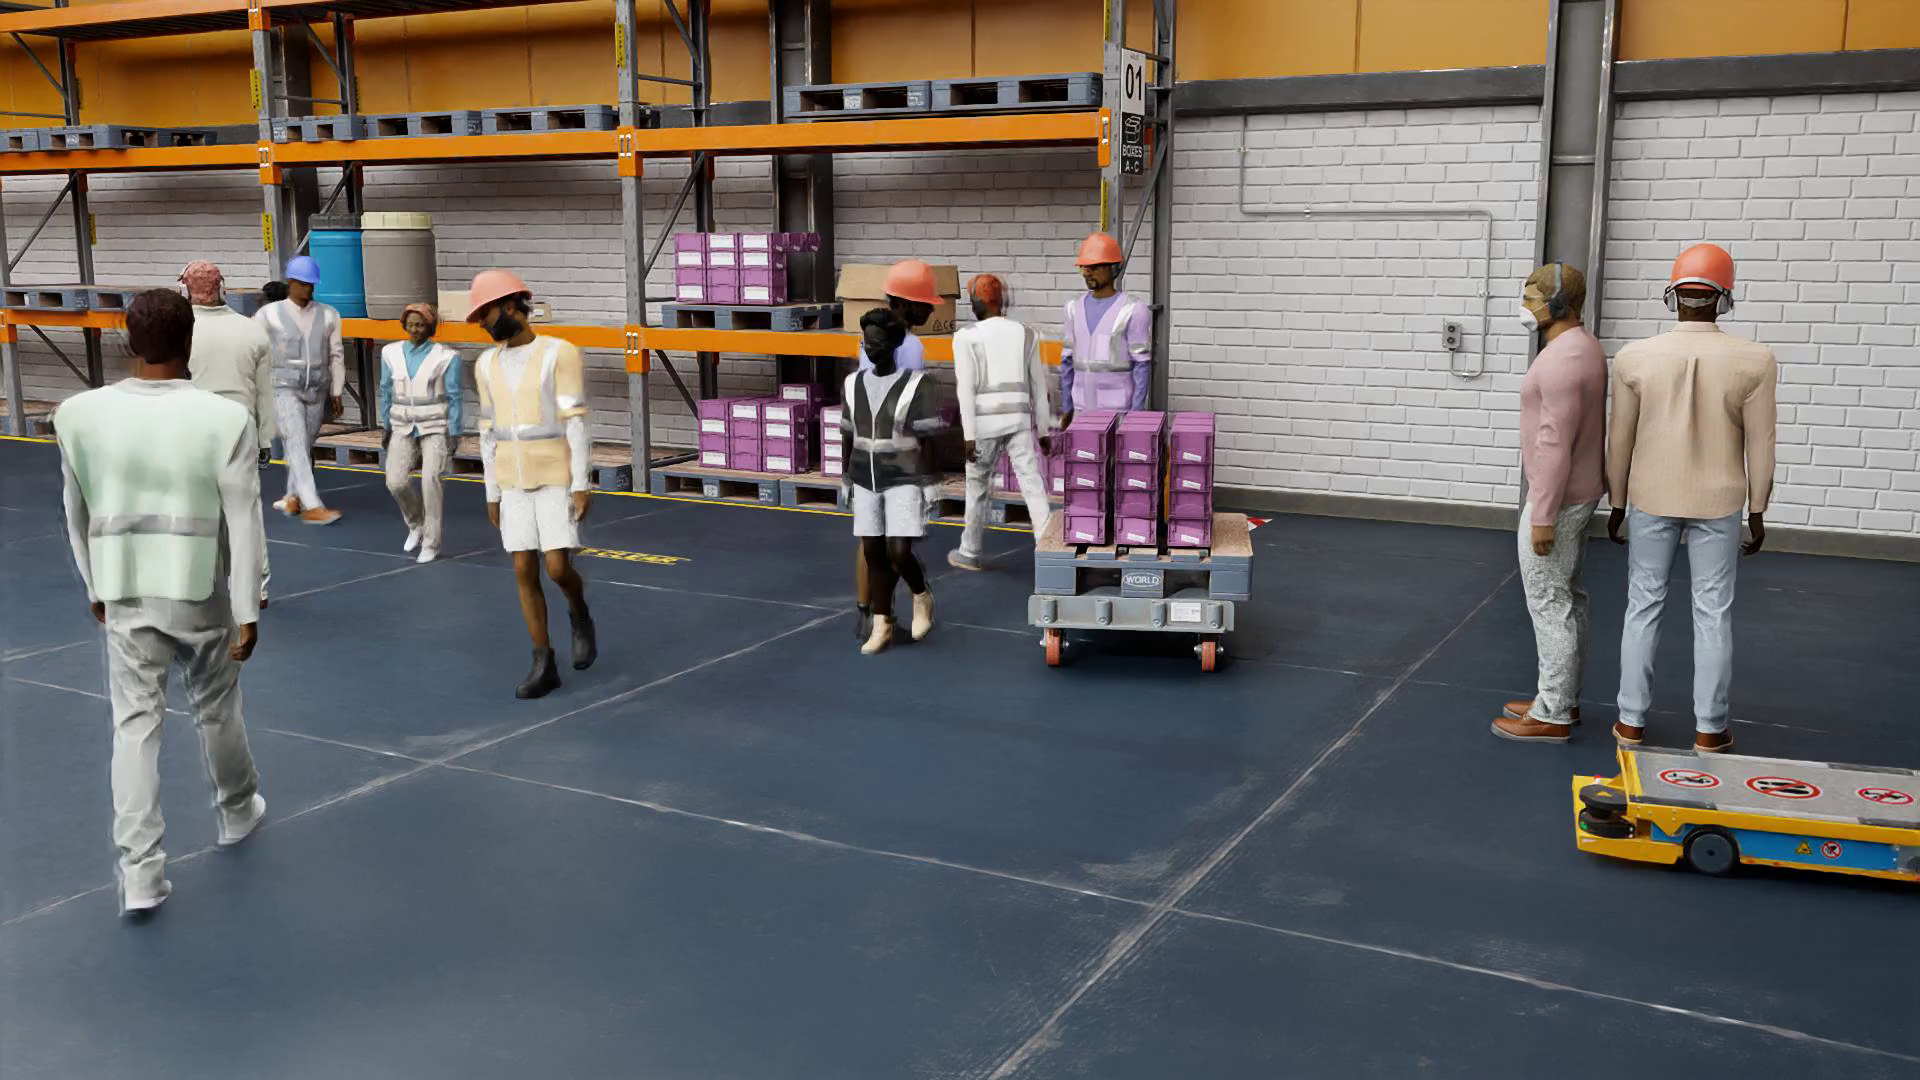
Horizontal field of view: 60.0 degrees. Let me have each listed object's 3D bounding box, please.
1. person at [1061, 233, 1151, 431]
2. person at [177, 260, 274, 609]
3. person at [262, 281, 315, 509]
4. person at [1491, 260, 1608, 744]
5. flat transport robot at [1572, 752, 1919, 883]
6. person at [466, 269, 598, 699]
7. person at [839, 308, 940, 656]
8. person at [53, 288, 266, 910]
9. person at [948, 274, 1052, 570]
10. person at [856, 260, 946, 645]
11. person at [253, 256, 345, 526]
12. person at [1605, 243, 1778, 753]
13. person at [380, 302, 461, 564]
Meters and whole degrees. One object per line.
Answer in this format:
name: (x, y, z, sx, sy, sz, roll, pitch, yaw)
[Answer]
person: (0.853, -0.824, 10.080, 0.609, 2.044, 0.397, 8, 13, 38)
person: (-4.023, -0.542, 8.951, 0.637, 1.900, 0.400, -10, 14, -43)
person: (-5.025, -1.078, 12.428, 0.318, 1.696, 0.548, -1, 10, -6)
person: (2.395, -0.146, 6.684, 0.365, 1.932, 0.632, 5, 12, 27)
flat transport robot: (2.781, 0.907, 5.452, 1.431, 0.197, 0.652, 3, 11, 18)
person: (-1.897, -0.256, 7.402, 0.594, 1.887, 0.547, 3, 11, 15)
person: (-0.354, -0.274, 8.032, 0.546, 1.685, 0.391, 5, 12, 26)
person: (-2.475, 0.155, 5.214, 0.597, 1.871, 0.994, -2, 11, -13)
person: (0.286, -0.647, 9.778, 0.627, 1.819, 1.071, -4, 11, -22)
person: (-0.313, -0.428, 8.278, 0.422, 1.913, 0.613, -5, 11, -25)
person: (-4.723, -1.064, 11.841, 0.611, 1.900, 0.934, -10, 14, -43)
person: (2.838, -0.147, 6.502, 0.611, 1.995, 0.375, 5, 11, 25)
person: (-3.345, -0.662, 10.327, 0.532, 1.619, 0.364, 1, 10, 4)
